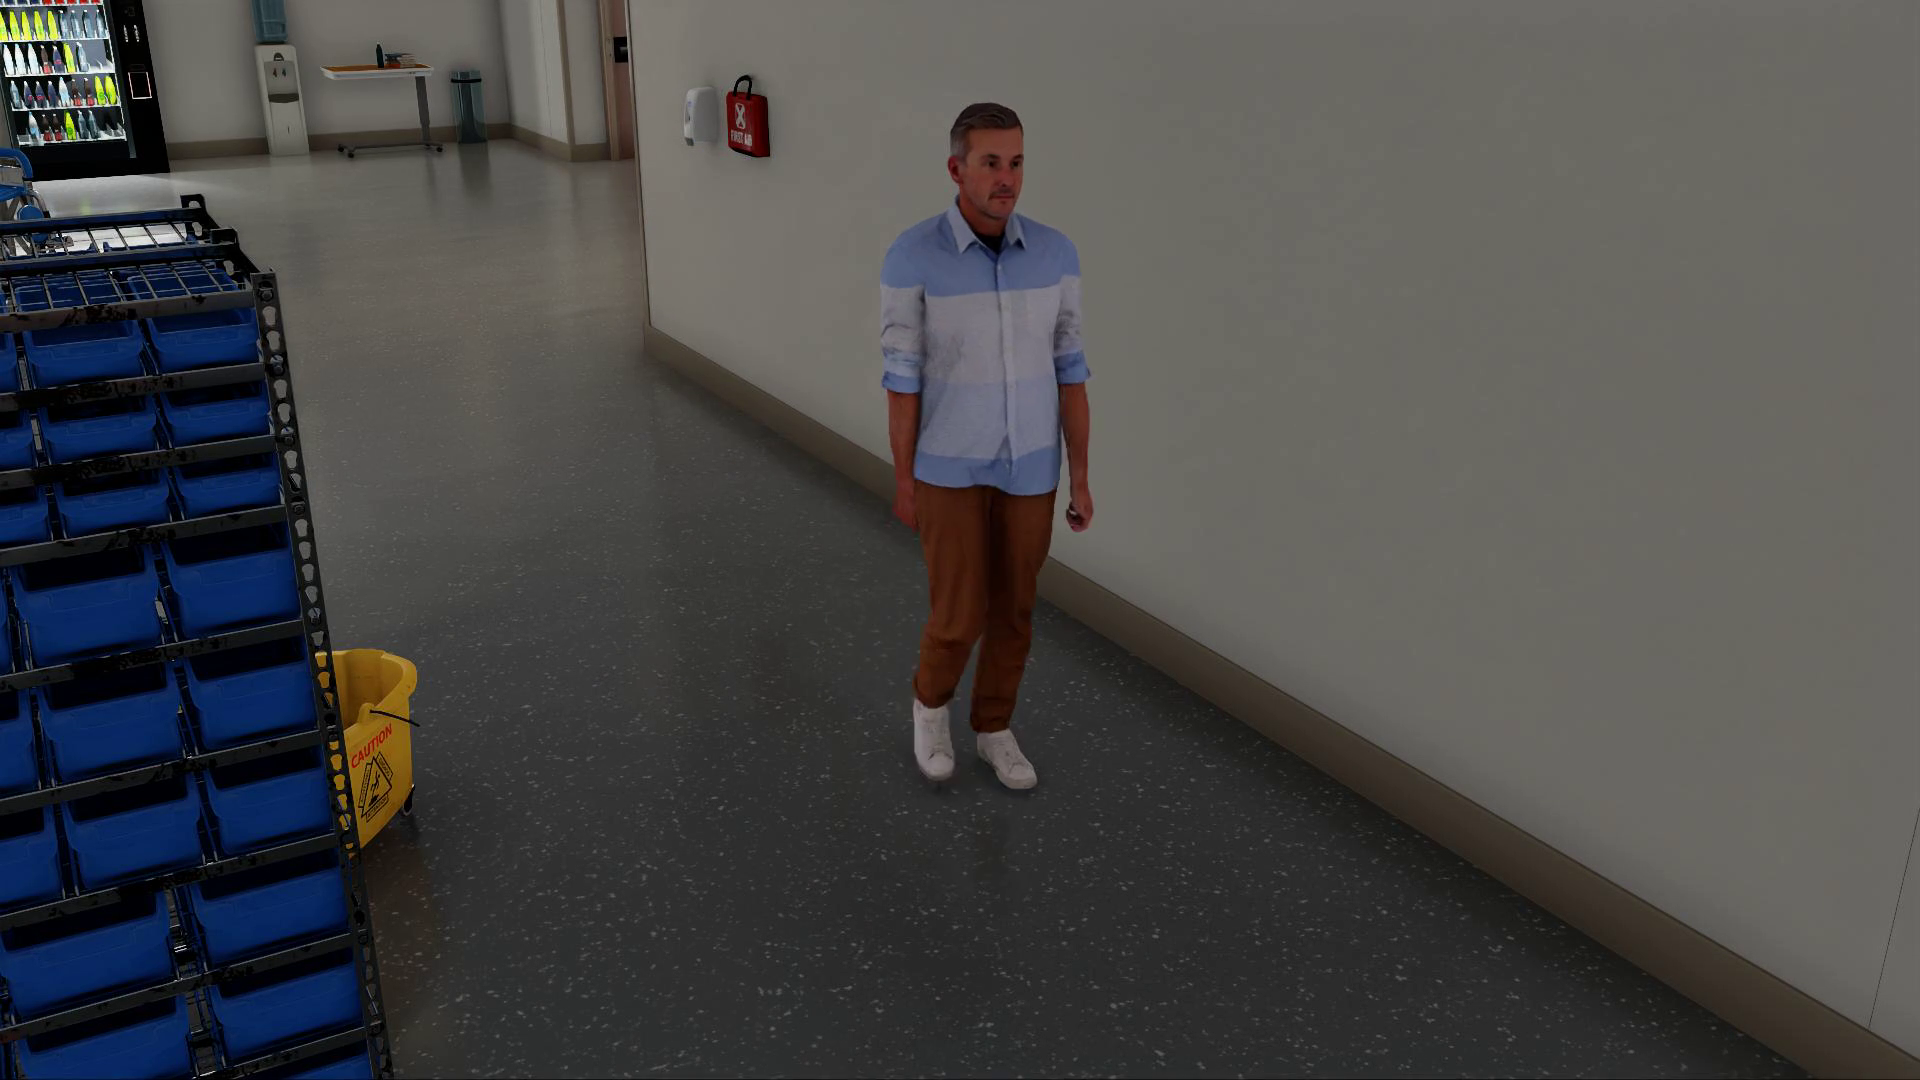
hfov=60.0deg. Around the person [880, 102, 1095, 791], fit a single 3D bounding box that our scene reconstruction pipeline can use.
[{"bbox_3d":[0.032,-0.219,4.349,0.618,1.811,0.772,-9,23,-23],"label":"person"}]
